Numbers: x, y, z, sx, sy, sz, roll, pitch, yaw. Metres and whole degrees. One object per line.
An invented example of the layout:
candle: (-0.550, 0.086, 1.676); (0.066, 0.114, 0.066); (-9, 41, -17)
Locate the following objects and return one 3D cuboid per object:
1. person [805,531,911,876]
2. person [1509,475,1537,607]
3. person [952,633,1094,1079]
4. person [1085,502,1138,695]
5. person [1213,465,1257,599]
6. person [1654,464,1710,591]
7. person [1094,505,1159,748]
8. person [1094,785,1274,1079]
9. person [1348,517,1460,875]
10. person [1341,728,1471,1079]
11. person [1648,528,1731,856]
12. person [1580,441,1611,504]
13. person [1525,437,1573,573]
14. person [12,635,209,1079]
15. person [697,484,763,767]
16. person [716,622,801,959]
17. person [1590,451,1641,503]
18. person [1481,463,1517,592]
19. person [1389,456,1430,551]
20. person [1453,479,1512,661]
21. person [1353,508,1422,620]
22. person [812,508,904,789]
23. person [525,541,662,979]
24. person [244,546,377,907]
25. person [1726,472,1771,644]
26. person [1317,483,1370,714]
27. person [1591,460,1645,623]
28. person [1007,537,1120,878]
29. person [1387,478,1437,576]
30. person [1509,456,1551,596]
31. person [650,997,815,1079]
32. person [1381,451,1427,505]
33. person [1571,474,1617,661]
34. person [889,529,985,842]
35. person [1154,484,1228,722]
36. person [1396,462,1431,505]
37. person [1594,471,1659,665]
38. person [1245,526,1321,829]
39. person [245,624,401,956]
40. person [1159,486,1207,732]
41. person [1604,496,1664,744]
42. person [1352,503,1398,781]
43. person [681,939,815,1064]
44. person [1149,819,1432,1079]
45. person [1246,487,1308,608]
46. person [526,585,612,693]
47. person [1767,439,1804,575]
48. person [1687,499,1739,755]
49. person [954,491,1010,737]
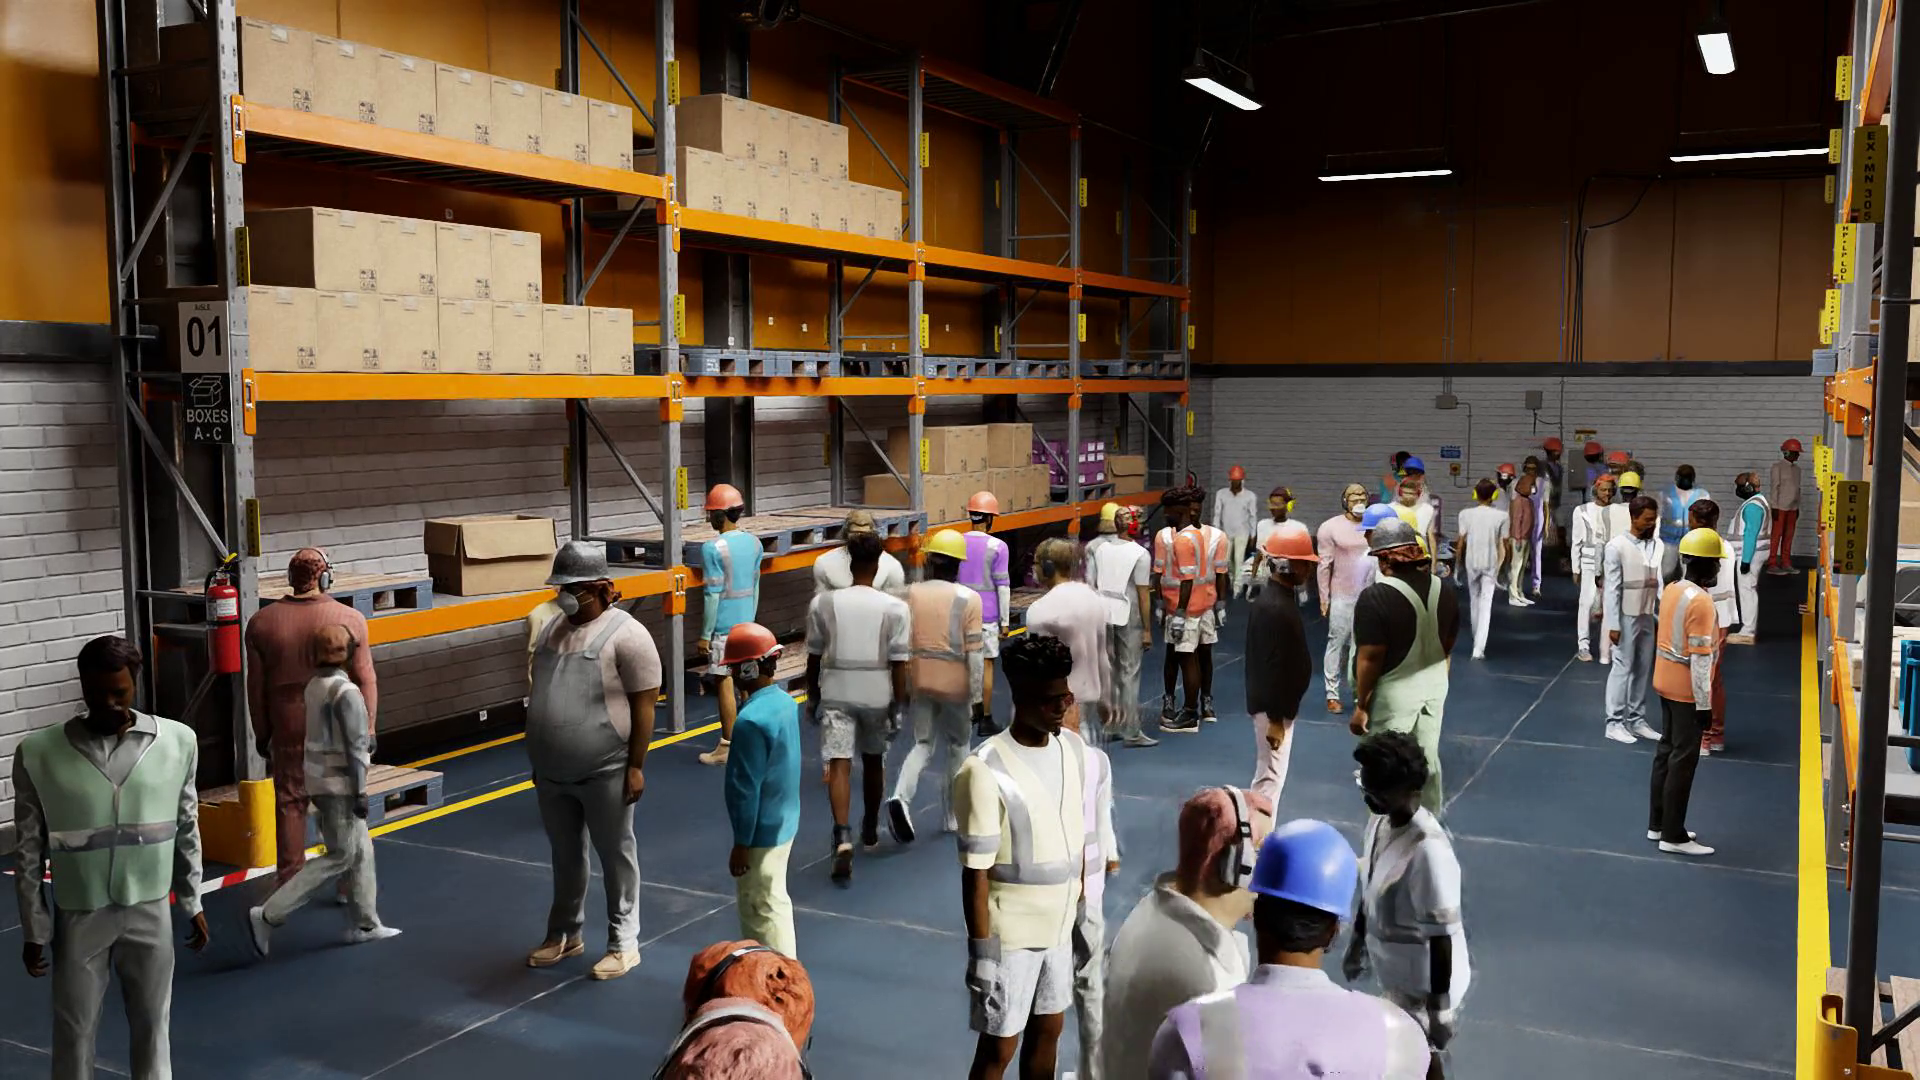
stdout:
person: (-0.586, 0.918, 9.509); (0.608, 1.929, 0.948); (0, 5, -2)
person: (7.040, 0.006, 20.772); (0.286, 1.633, 0.501); (4, 7, 38)
person: (0.223, 1.269, 5.503); (0.386, 1.957, 0.606); (5, 7, 42)
person: (1.370, 0.512, 14.939); (0.491, 1.705, 0.852); (2, 6, 21)
person: (3.571, -0.116, 21.512); (0.571, 1.734, 0.506); (2, 6, 23)
person: (8.667, -0.013, 20.022); (0.632, 1.822, 0.636); (2, 6, 17)
person: (1.234, 0.654, 12.667); (0.396, 1.847, 0.565); (-4, 7, -36)
person: (0.492, 1.481, 3.759); (0.997, 1.855, 0.671); (0, 5, 3)
person: (2.422, 0.870, 9.319); (0.683, 2.000, 0.536); (-3, 6, -29)
person: (1.455, 1.419, 5.384); (0.442, 1.663, 0.632); (0, 5, 3)
person: (4.313, 0.885, 9.816); (0.400, 1.919, 0.589); (1, 5, 6)
person: (9.592, -0.523, 24.976); (0.588, 1.914, 0.517); (-4, 7, -37)
person: (8.664, -0.526, 24.548); (0.617, 2.007, 0.953); (-3, 6, -29)
person: (-2.902, 1.269, 5.705); (0.587, 1.913, 0.391); (-4, 7, -39)
person: (-1.686, 0.614, 12.051); (0.367, 2.046, 0.608); (3, 6, 29)
person: (-0.874, 1.221, 7.161); (0.355, 1.737, 0.573); (1, 5, 10)
person: (7.686, -0.046, 19.496); (0.409, 1.984, 0.613); (-5, 7, -44)
person: (7.154, -0.164, 22.116); (0.651, 1.731, 0.390); (-5, 7, -41)
person: (5.336, -0.040, 19.839); (0.630, 1.902, 0.672); (-3, 6, -26)
person: (5.286, 0.293, 16.794); (0.549, 1.815, 0.980); (2, 6, 24)
person: (3.108, 0.725, 11.796); (0.641, 1.874, 0.703); (-3, 6, -33)
person: (-0.699, 0.740, 11.334); (0.628, 1.928, 0.378); (1, 5, 6)
person: (-1.771, 1.014, 7.767); (0.688, 2.000, 0.539); (3, 6, 28)
person: (-3.399, 0.985, 8.788); (0.655, 1.906, 0.407); (0, 5, -3)
person: (8.401, 0.195, 17.736); (0.429, 1.831, 0.631); (3, 6, 25)
person: (3.303, 0.488, 13.969); (0.630, 1.940, 0.372); (-1, 5, -11)
person: (7.737, 0.026, 19.201); (1.014, 1.883, 0.648); (-1, 5, -13)
person: (0.498, 0.927, 9.482); (1.034, 1.882, 0.632); (4, 6, 33)
person: (4.782, 0.218, 17.735); (0.584, 1.785, 0.960); (3, 6, 28)
person: (7.427, -0.182, 21.709); (0.505, 1.840, 0.346); (2, 6, 22)
person: (-0.326, 1.592, 2.352); (0.657, 1.892, 0.397); (-3, 6, -26)
person: (5.877, -0.241, 22.035); (0.620, 1.905, 0.394); (1, 5, 13)
person: (6.381, 0.278, 16.561); (0.576, 1.880, 0.351); (1, 5, 7)
person: (-0.153, 0.882, 10.047); (0.590, 1.889, 0.786); (3, 6, 26)
person: (1.881, 0.518, 13.580); (0.603, 1.957, 0.385); (1, 5, 5)
person: (5.449, -0.045, 20.272); (0.403, 1.833, 0.586); (-2, 6, -24)
person: (6.510, 0.288, 16.267); (0.589, 1.916, 0.400); (3, 6, 28)
person: (1.758, 0.913, 9.105); (0.401, 1.989, 0.623); (1, 5, 15)
person: (-3.084, 1.215, 8.016); (0.714, 1.614, 0.516); (-4, 7, -37)
person: (1.771, 0.546, 13.237); (0.387, 1.959, 0.601); (1, 5, 15)
person: (5.204, 0.608, 12.861); (0.597, 1.909, 0.405); (-3, 6, -30)
person: (2.949, 0.713, 11.569); (0.414, 1.939, 0.604); (2, 6, 21)
person: (-0.322, 1.566, 2.663); (0.355, 1.883, 0.573); (5, 7, 42)
person: (0.612, 1.515, 3.271); (0.636, 1.888, 0.869); (-1, 5, -7)
person: (2.990, 0.406, 15.450); (0.521, 1.838, 0.903); (5, 7, 42)
person: (-2.379, 0.932, 10.282); (0.575, 1.736, 0.355); (-3, 6, -29)
person: (12.013, -0.481, 24.160); (0.612, 1.986, 0.407); (-3, 6, -29)
person: (5.581, 0.650, 12.423); (0.410, 1.908, 0.598); (5, 7, 43)
person: (0.151, 0.582, 13.067); (0.548, 1.924, 0.387); (3, 6, 26)
